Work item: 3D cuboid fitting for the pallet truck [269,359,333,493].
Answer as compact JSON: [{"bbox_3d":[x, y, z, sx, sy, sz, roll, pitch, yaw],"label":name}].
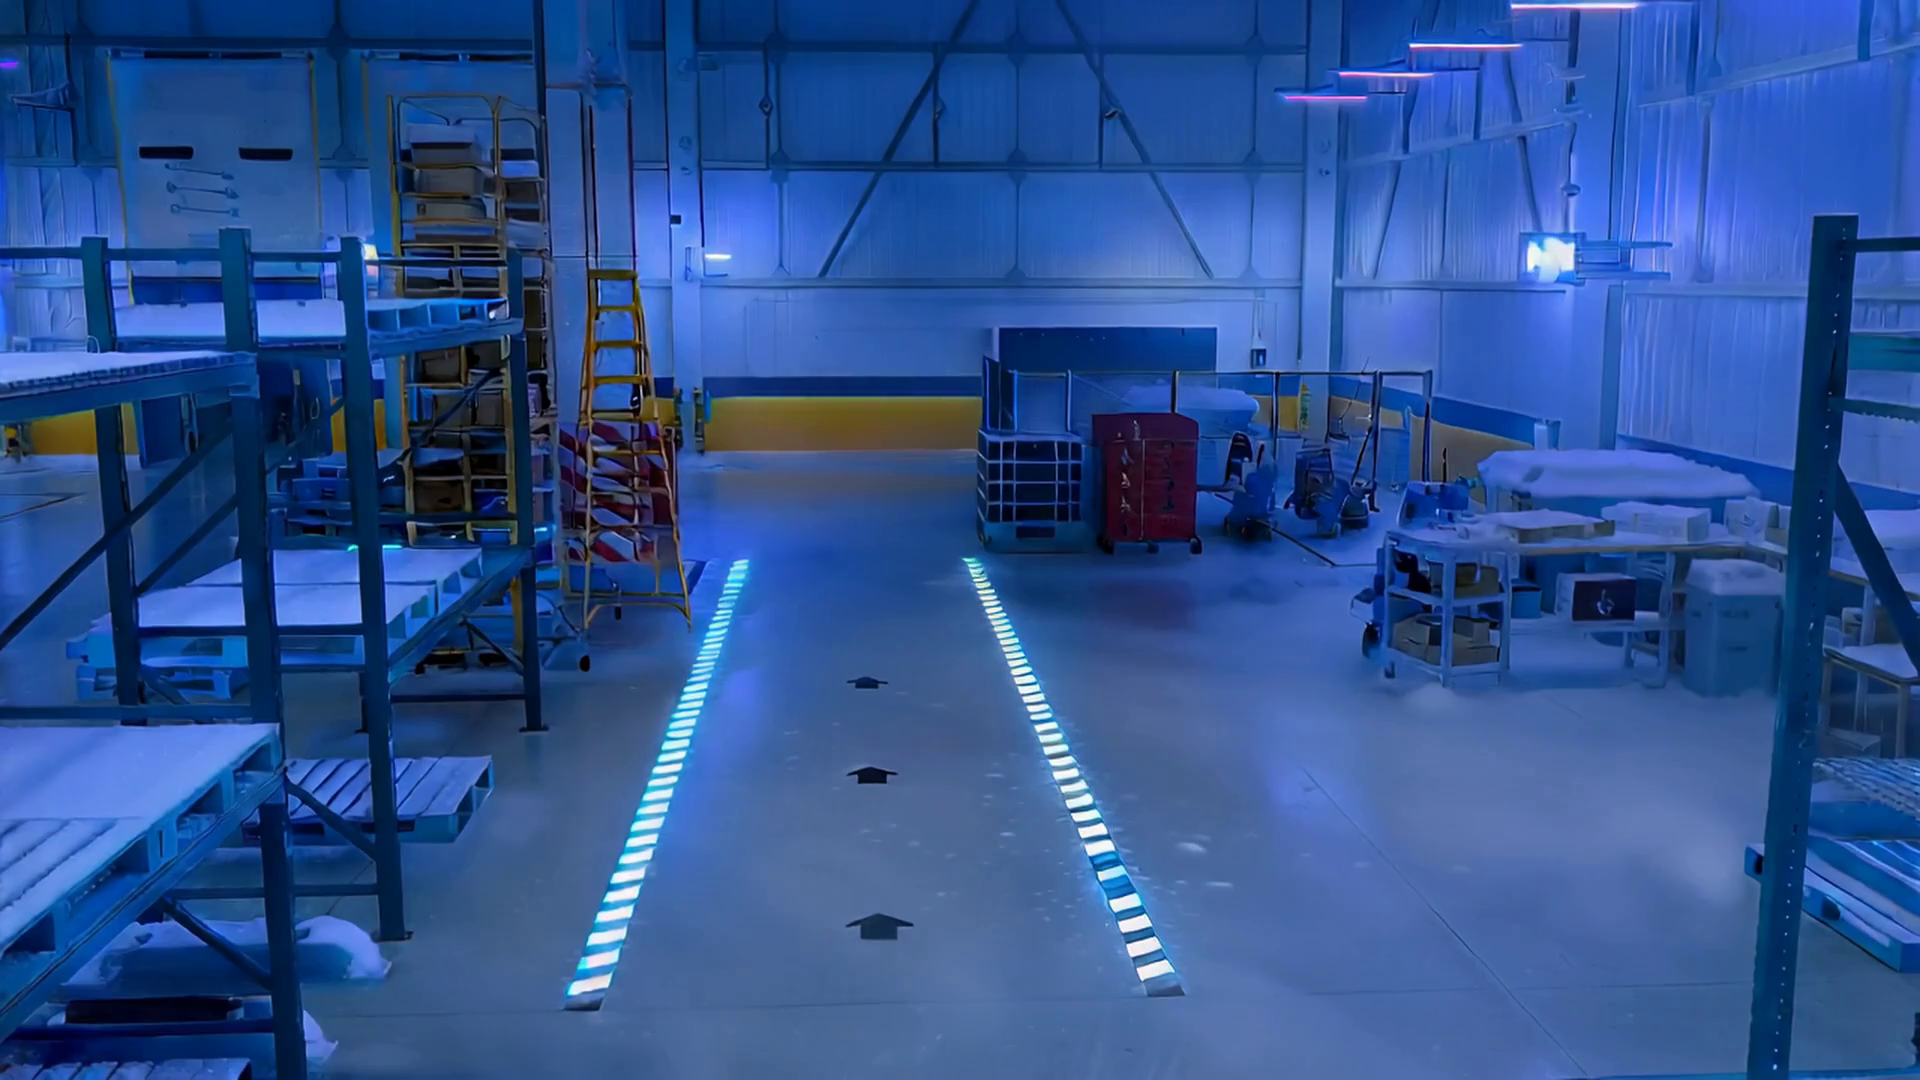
[{"bbox_3d":[-7.062,-1.131,18.996,1.885,1.965,0.823,2,9,13],"label":"pallet truck"}]
